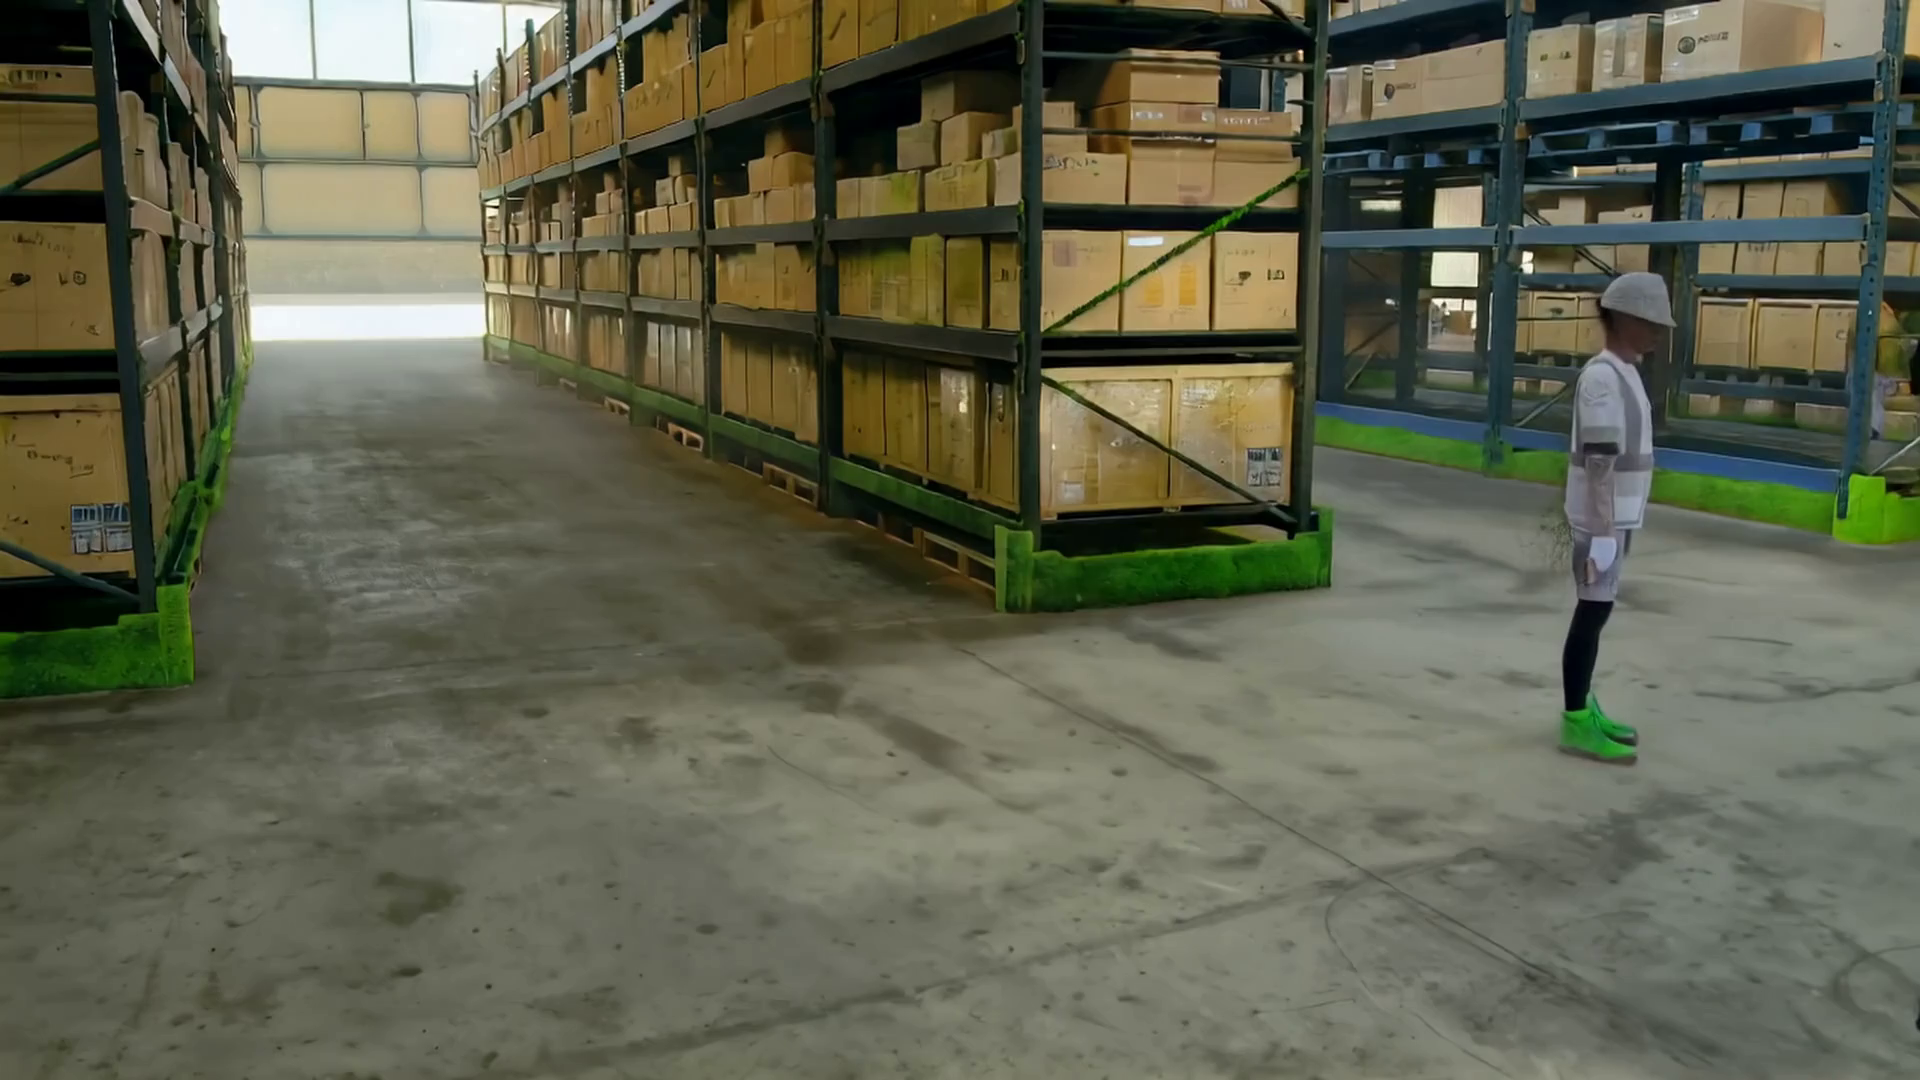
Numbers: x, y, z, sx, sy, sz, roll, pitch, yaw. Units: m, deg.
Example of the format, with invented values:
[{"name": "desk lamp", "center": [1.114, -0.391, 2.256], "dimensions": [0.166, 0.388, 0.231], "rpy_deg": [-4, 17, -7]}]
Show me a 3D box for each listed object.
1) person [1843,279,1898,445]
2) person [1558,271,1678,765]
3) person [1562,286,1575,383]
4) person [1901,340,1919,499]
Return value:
[{"name": "person", "center": [9.802, -1.871, 18.025], "dimensions": [0.395, 1.899, 0.642], "rpy_deg": [-2, 10, -9]}, {"name": "person", "center": [2.741, -0.095, 6.966], "dimensions": [0.392, 2.034, 0.605], "rpy_deg": [5, 11, 26]}, {"name": "person", "center": [10.566, -3.645, 28.568], "dimensions": [0.561, 1.916, 0.485], "rpy_deg": [-4, 10, -23]}, {"name": "person", "center": [8.504, -1.287, 14.507], "dimensions": [0.405, 1.903, 0.636], "rpy_deg": [9, 13, 43]}]
